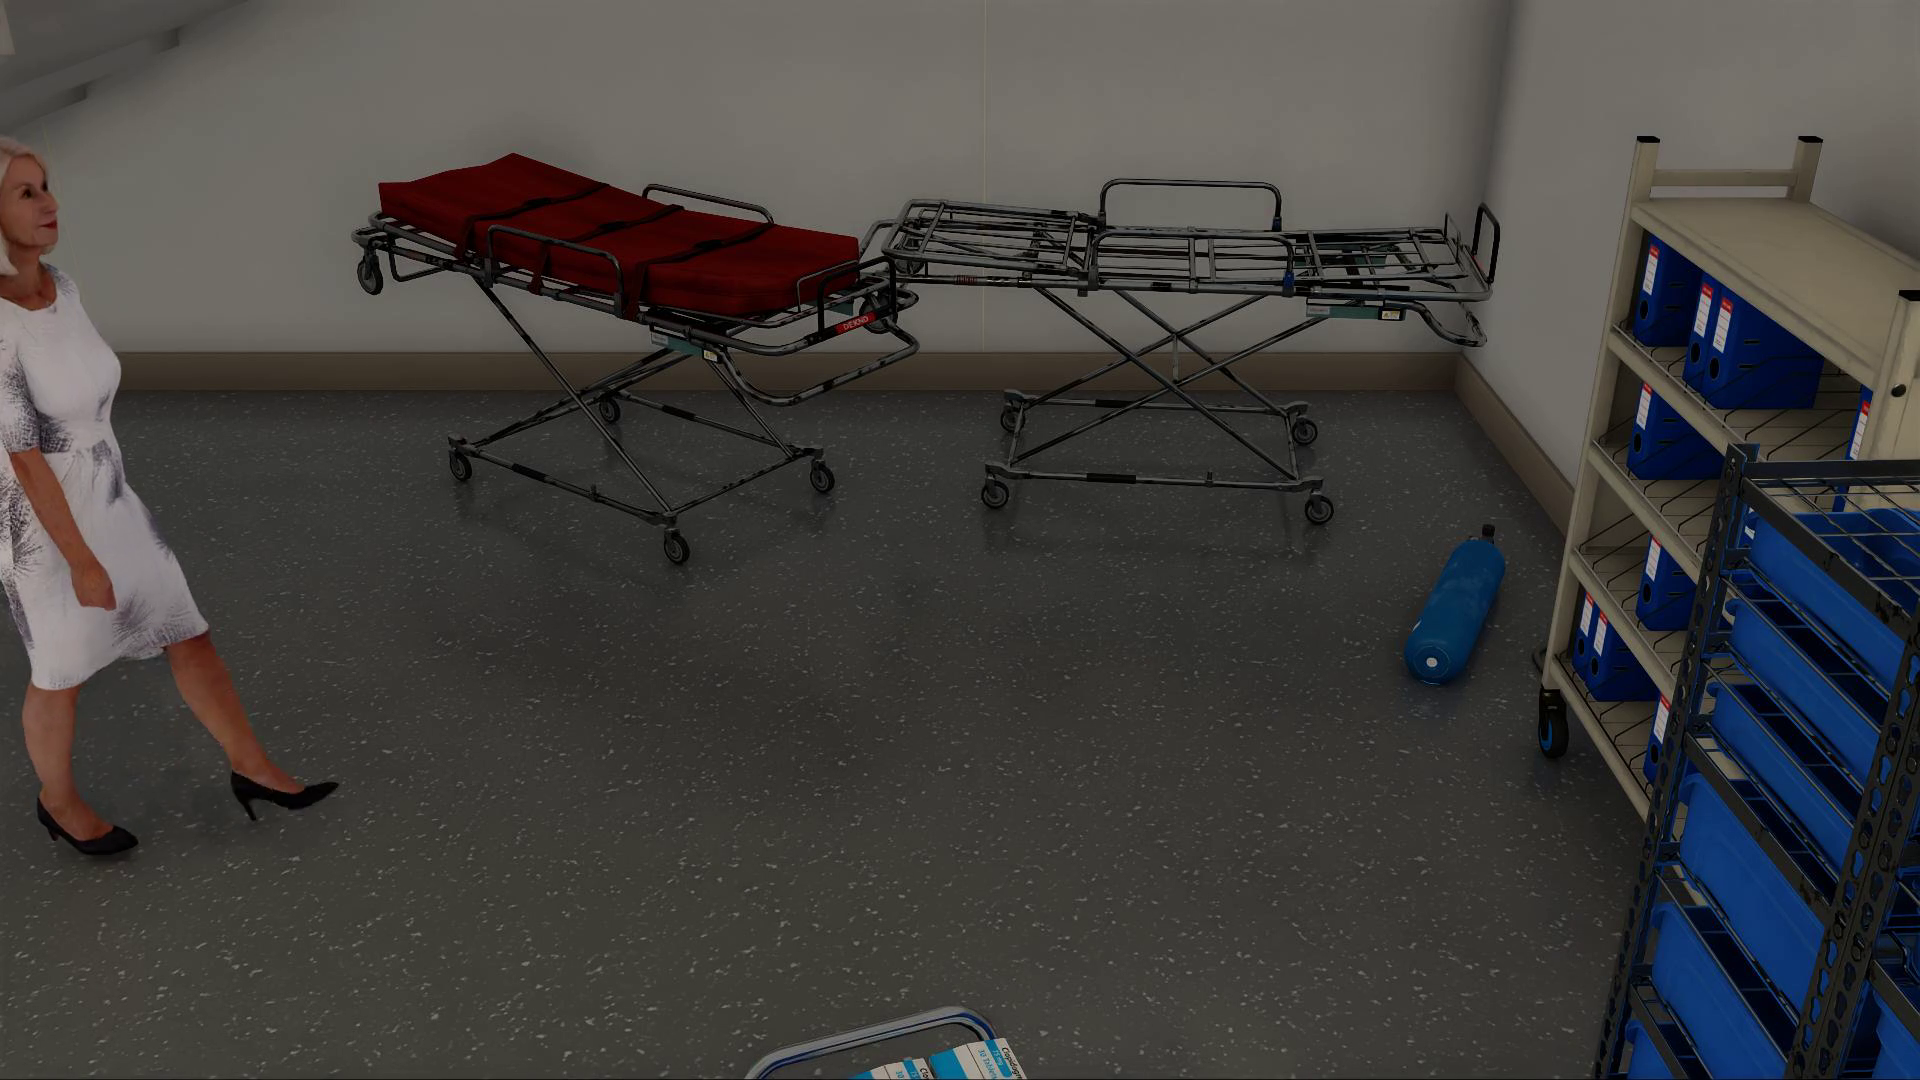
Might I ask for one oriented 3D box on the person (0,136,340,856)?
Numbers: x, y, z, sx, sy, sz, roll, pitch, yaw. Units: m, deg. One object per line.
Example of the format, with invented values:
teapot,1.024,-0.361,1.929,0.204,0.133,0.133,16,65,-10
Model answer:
person,-2.081,-0.023,3.736,0.902,1.723,0.581,0,26,1
